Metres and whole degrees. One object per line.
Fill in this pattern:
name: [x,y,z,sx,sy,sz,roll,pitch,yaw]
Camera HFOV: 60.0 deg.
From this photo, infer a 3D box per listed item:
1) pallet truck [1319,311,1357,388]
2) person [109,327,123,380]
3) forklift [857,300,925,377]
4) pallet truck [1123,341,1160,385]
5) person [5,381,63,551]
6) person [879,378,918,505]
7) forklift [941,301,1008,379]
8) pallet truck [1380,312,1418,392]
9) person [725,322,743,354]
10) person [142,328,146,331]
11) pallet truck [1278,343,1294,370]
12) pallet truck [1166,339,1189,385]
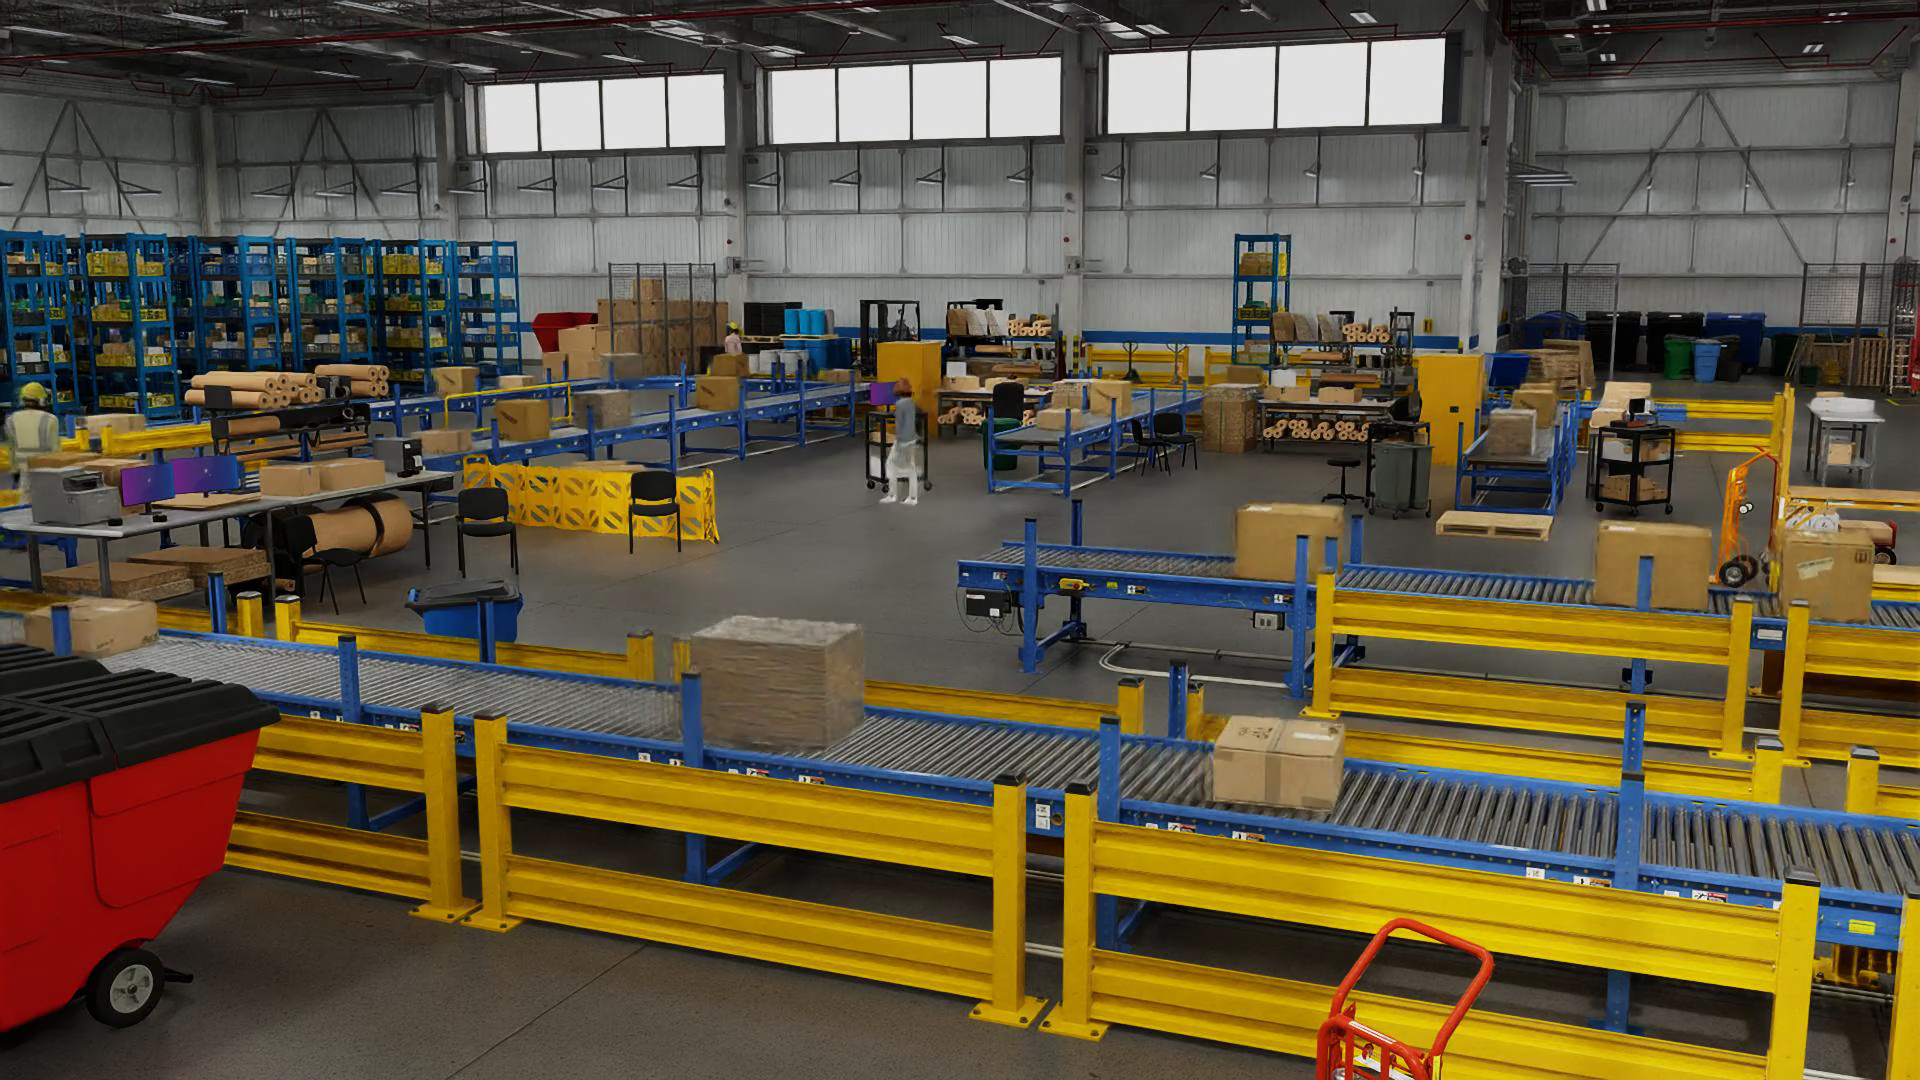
pallet truck: [9.071,-4.419,39.190,0.823,1.965,1.885,5,10,26]
person: [-19.581,-4.228,38.523,0.562,1.837,0.373,5,10,26]
forklift: [-1.732,-5.109,42.468,1.157,1.987,2.680,4,10,22]
pallet truck: [4.445,-4.380,41.279,0.680,1.201,1.601,4,10,22]
person: [-9.898,-0.788,17.777,0.594,1.810,0.835,0,9,2]
person: [-0.776,-1.248,21.140,0.637,1.601,0.518,5,10,26]
forklift: [0.365,-4.966,41.571,1.157,1.987,2.680,3,10,20]
pallet truck: [10.207,-4.283,38.369,0.823,1.965,1.885,3,10,20]
person: [-5.106,-4.056,37.694,0.525,1.769,0.308,8,12,39]
person: [-18.462,-4.162,37.703,0.628,1.974,0.650,6,11,34]
pallet truck: [7.886,-4.163,39.743,0.653,1.274,1.630,4,10,22]
pallet truck: [5.418,-4.269,40.420,0.704,1.261,1.522,3,10,20]
